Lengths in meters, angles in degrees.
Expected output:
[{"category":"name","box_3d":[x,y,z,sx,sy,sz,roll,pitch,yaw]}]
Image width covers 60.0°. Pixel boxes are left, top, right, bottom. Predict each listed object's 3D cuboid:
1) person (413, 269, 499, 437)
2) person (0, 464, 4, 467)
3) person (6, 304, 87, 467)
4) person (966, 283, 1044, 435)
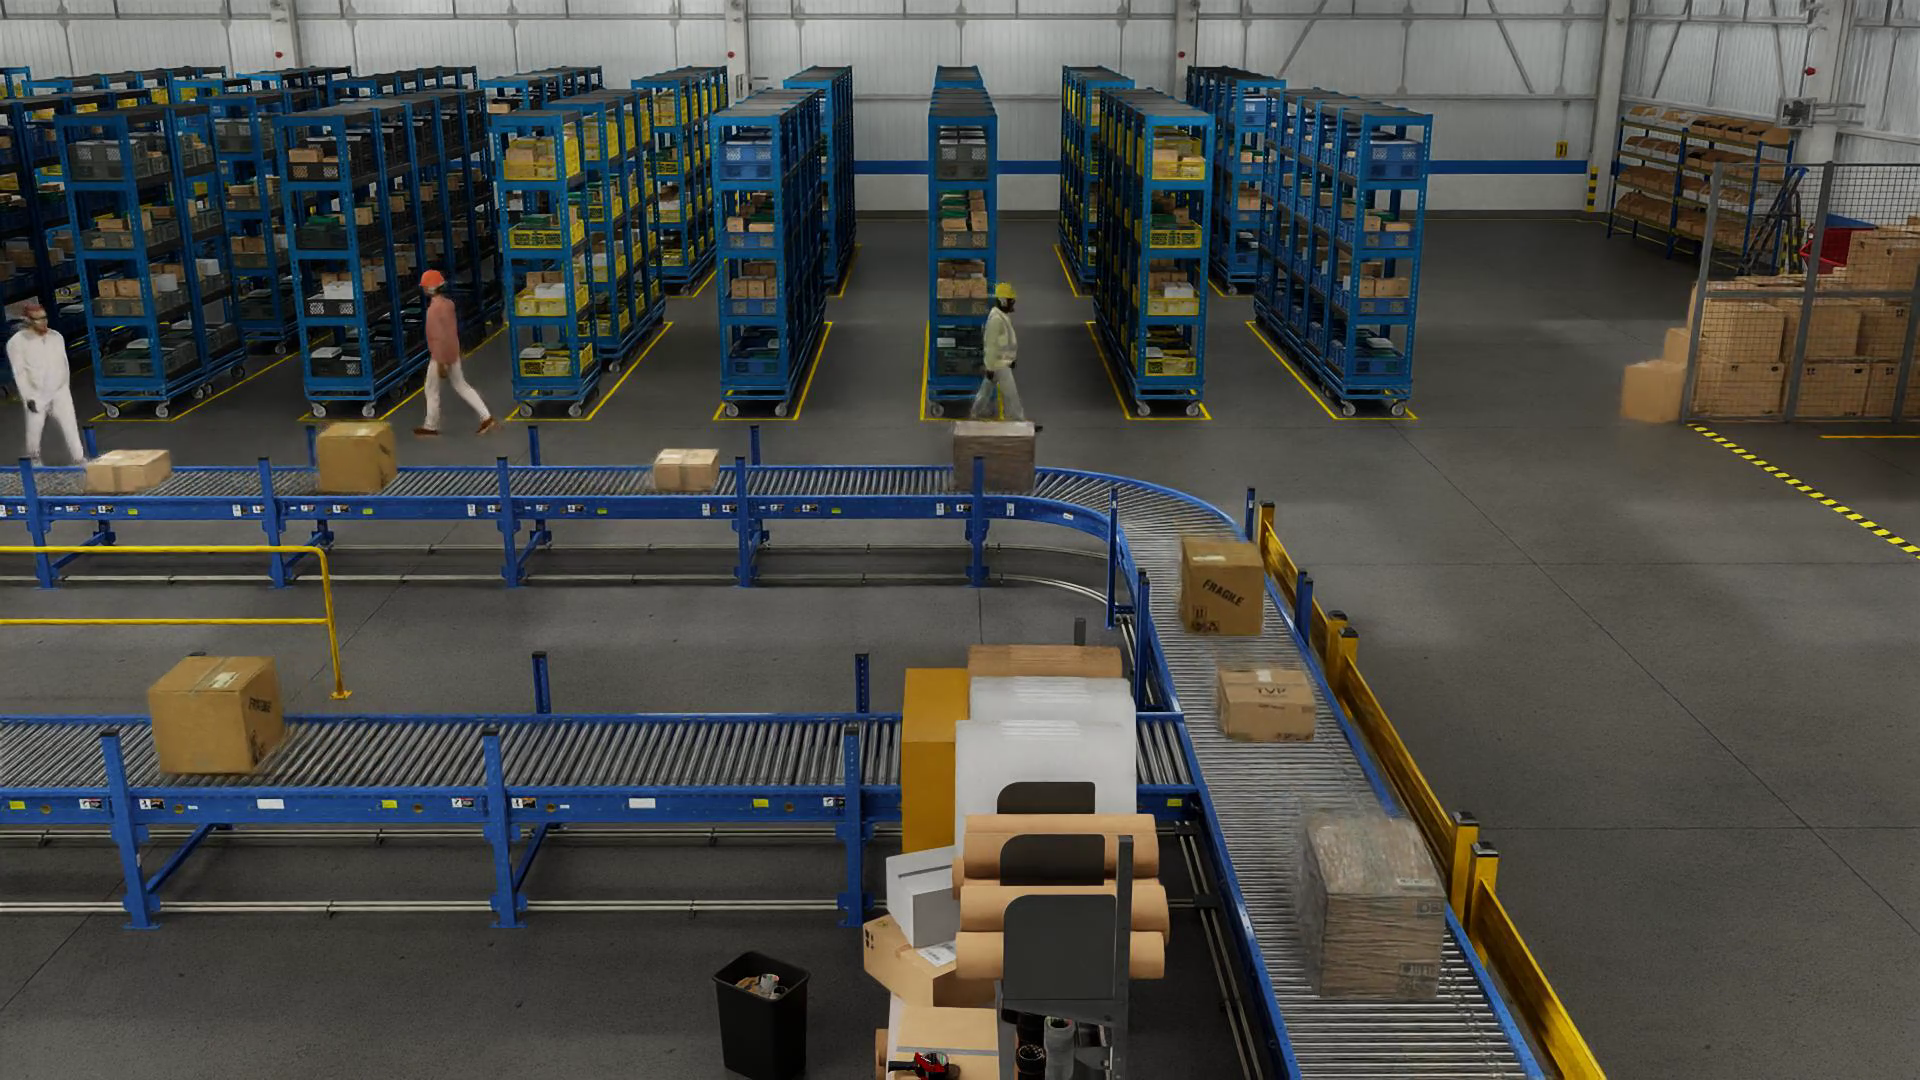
[{"category":"person","box_3d":[-5.827,-2.122,19.015,0.976,1.965,0.638,3,18,8]},{"category":"person","box_3d":[-10.452,-1.513,17.361,0.767,1.824,0.575,-6,19,-17]},{"category":"person","box_3d":[-9.609,-1.560,17.453,1.001,1.861,0.633,12,21,32]},{"category":"person","box_3d":[0.472,-2.080,19.176,0.949,1.783,0.607,1,18,2]}]
